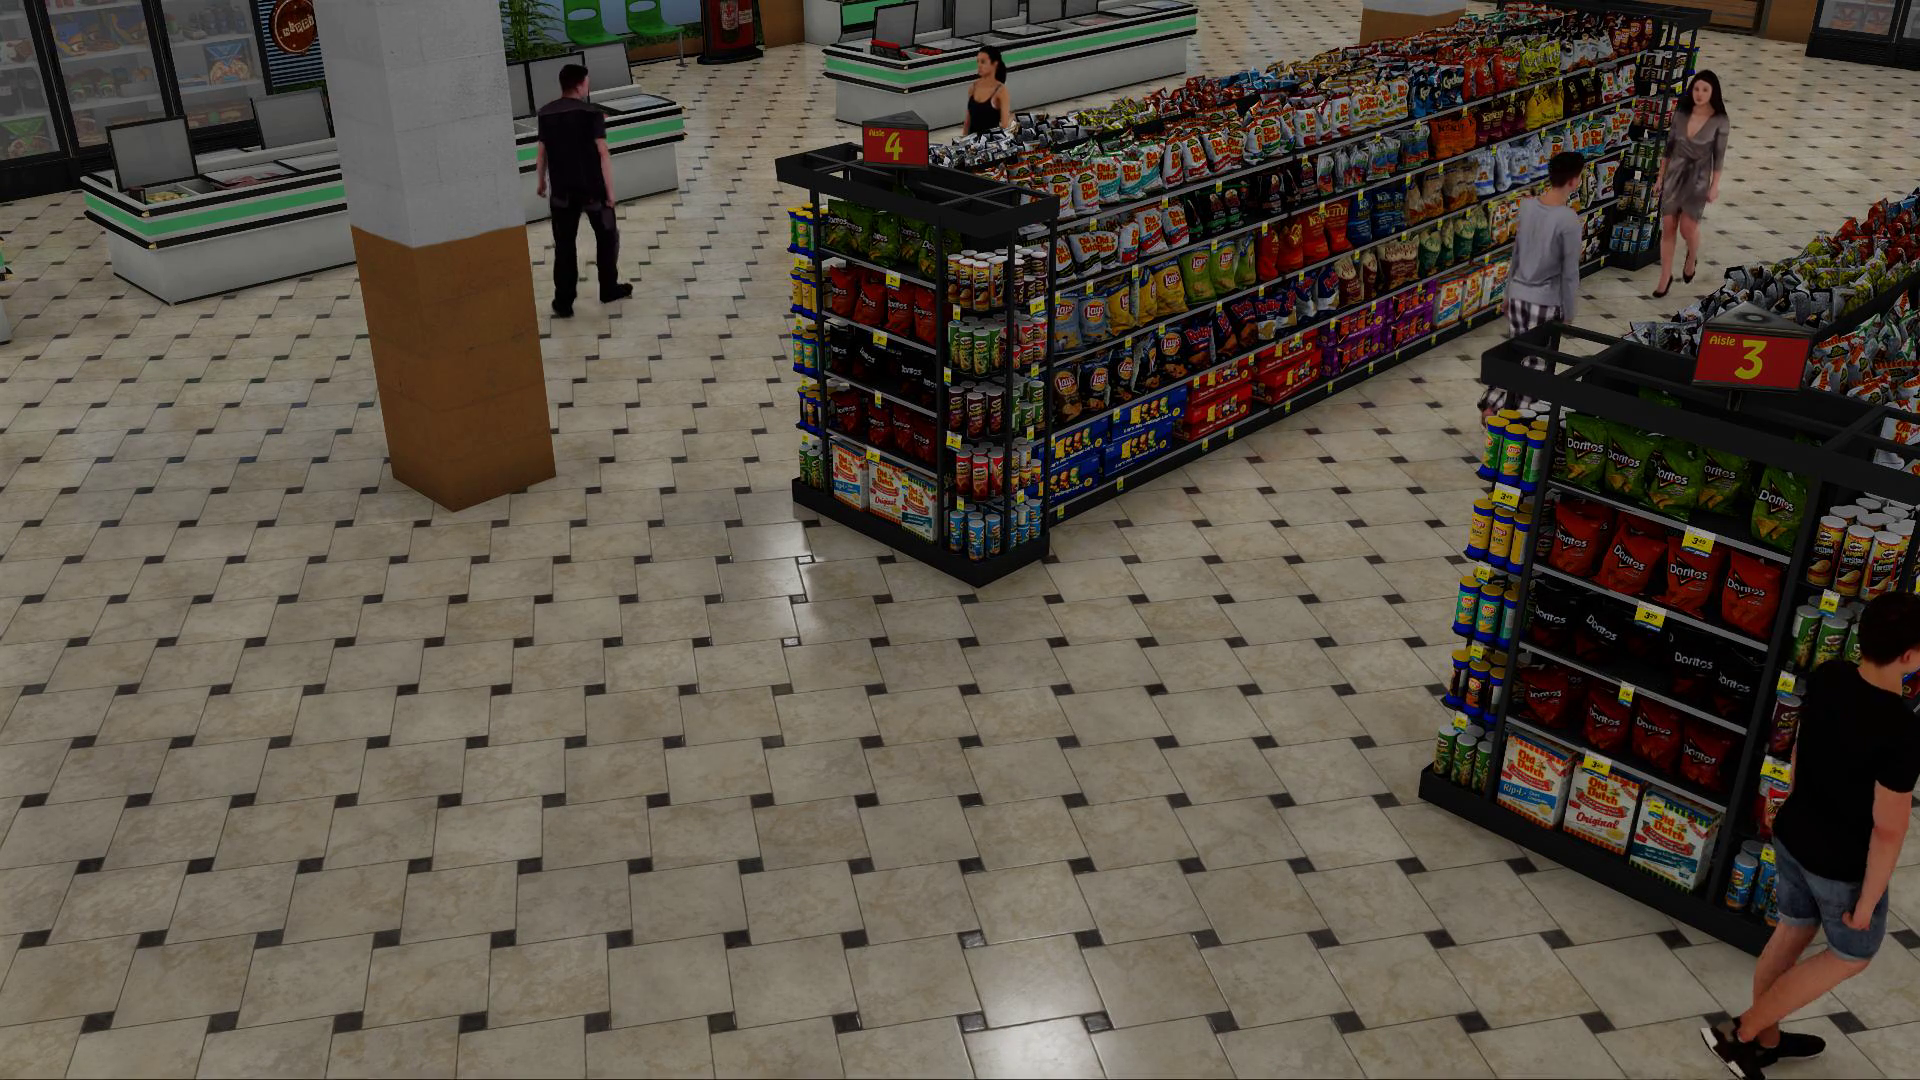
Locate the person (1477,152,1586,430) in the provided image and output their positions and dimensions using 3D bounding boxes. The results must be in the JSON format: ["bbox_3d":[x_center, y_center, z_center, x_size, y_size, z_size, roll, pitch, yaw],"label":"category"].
[{"bbox_3d":[3.408,-1.402,9.985,0.818,1.832,0.743,-15,30,-27],"label":"person"}]

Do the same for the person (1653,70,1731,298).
[{"bbox_3d":[5.562,-2.709,12.669,0.590,1.735,0.680,23,35,38],"label":"person"}]

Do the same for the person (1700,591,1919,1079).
[{"bbox_3d":[2.669,0.988,5.267,0.955,1.836,0.866,-6,28,-13],"label":"person"}]

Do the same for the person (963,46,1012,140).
[{"bbox_3d":[0.274,-3.154,13.566,0.669,1.717,0.573,-23,35,-38],"label":"person"}]

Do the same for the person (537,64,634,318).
[{"bbox_3d":[-2.826,-2.540,12.231,1.023,1.828,1.058,2,27,4],"label":"person"}]
